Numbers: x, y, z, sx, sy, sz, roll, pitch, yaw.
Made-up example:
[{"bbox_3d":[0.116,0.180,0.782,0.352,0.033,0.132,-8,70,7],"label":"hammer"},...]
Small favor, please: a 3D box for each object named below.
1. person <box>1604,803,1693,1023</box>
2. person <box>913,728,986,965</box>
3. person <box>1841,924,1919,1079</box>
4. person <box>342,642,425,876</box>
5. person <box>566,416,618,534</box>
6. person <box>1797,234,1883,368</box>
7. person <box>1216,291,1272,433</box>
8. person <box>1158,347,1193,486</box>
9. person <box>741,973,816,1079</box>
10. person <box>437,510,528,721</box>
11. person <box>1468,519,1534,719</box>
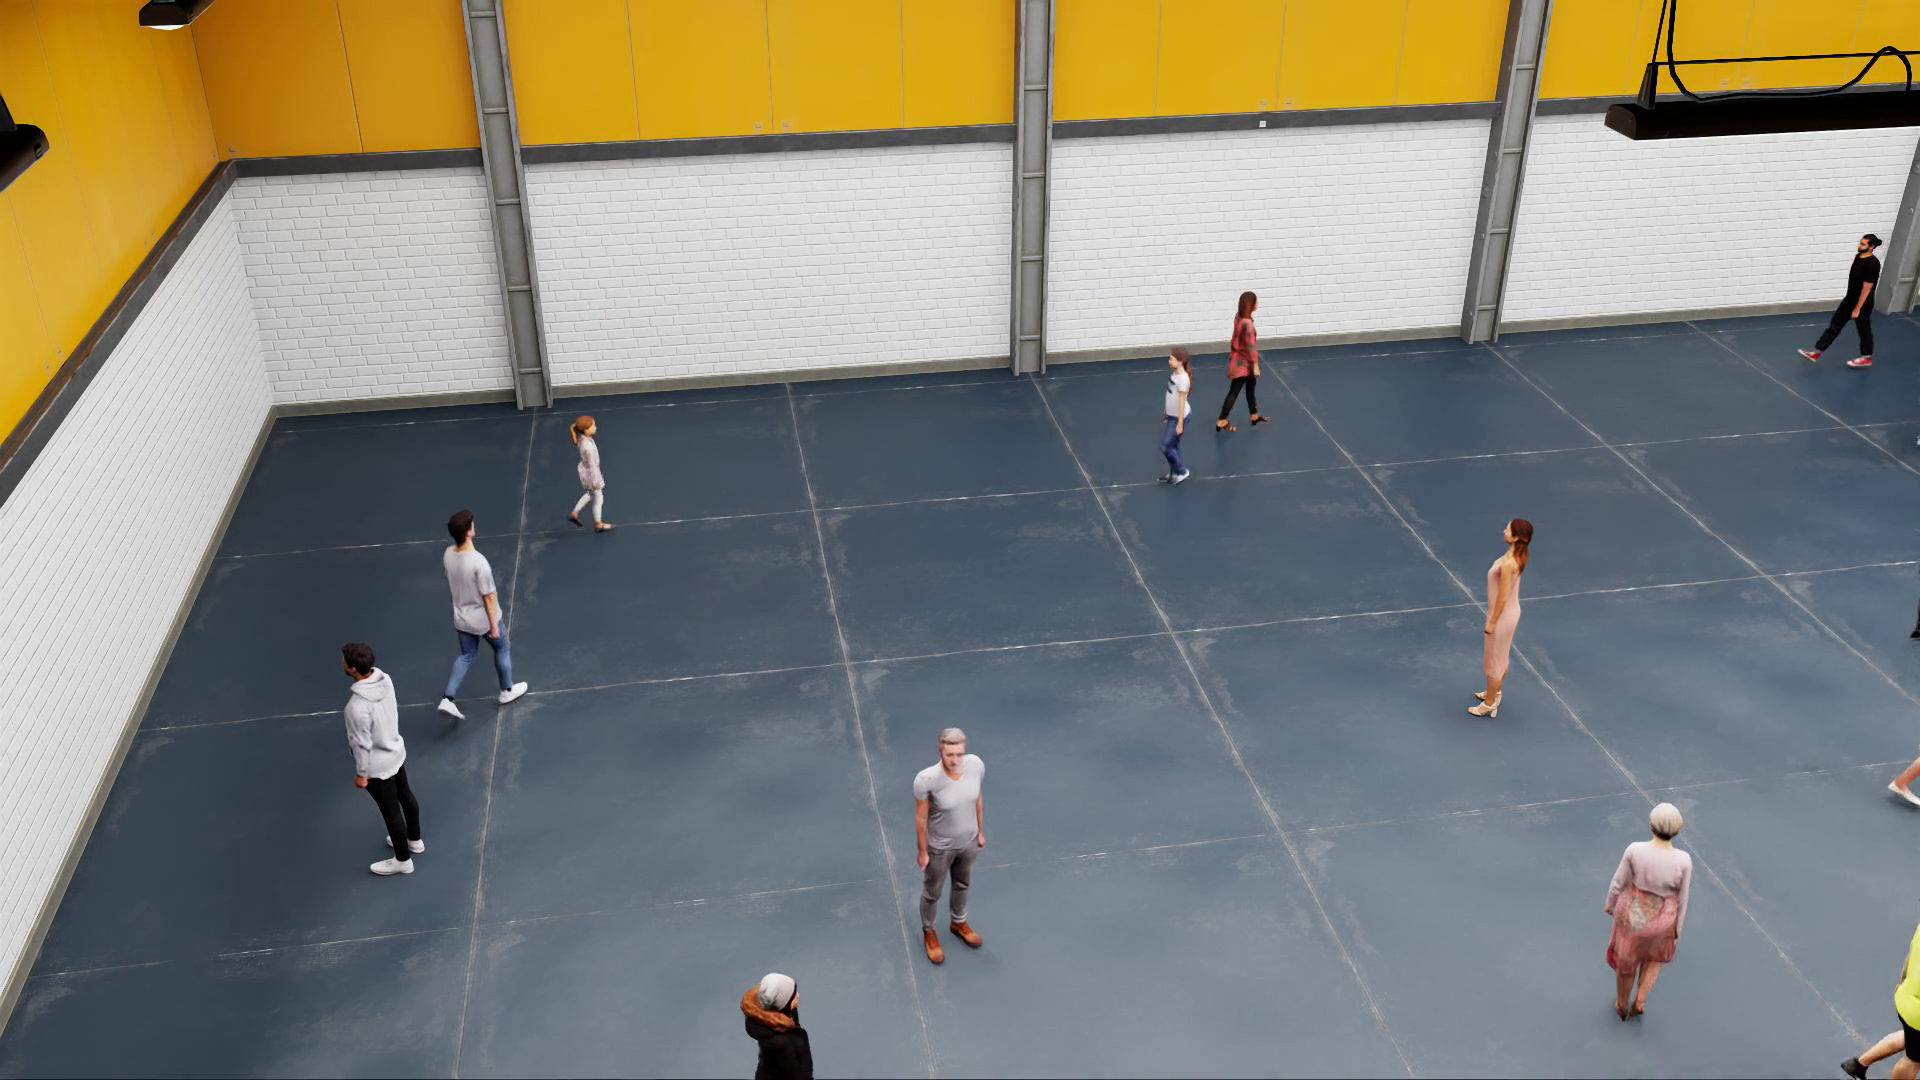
[{"bbox_3d":[4.381,2.447,10.614,0.727,1.682,0.812,12,31,21],"label":"person"},{"bbox_3d":[-0.069,2.017,11.248,0.644,1.828,0.820,-17,33,-28],"label":"person"},{"bbox_3d":[5.700,2.790,9.973,0.829,1.693,0.751,4,29,7],"label":"person"},{"bbox_3d":[-4.158,1.555,11.991,0.689,1.929,0.741,3,29,5],"label":"person"},{"bbox_3d":[-3.777,-0.647,16.685,0.766,1.298,0.628,-12,31,-20],"label":"person"},{"bbox_3d":[11.085,-2.892,20.375,1.192,1.706,0.751,0,29,-1],"label":"person"},{"bbox_3d":[3.089,-1.980,18.734,0.897,1.677,0.658,-4,29,-6],"label":"person"},{"bbox_3d":[2.366,-1.313,17.642,0.581,1.552,0.570,-3,29,-6],"label":"person"},{"bbox_3d":[-1.073,3.117,9.446,0.601,1.623,0.614,-5,29,-9],"label":"person"},{"bbox_3d":[-4.058,0.656,13.711,1.143,1.859,1.146,14,32,25],"label":"person"},{"bbox_3d":[4.502,0.637,13.775,0.698,1.832,0.653,16,32,27],"label":"person"}]
